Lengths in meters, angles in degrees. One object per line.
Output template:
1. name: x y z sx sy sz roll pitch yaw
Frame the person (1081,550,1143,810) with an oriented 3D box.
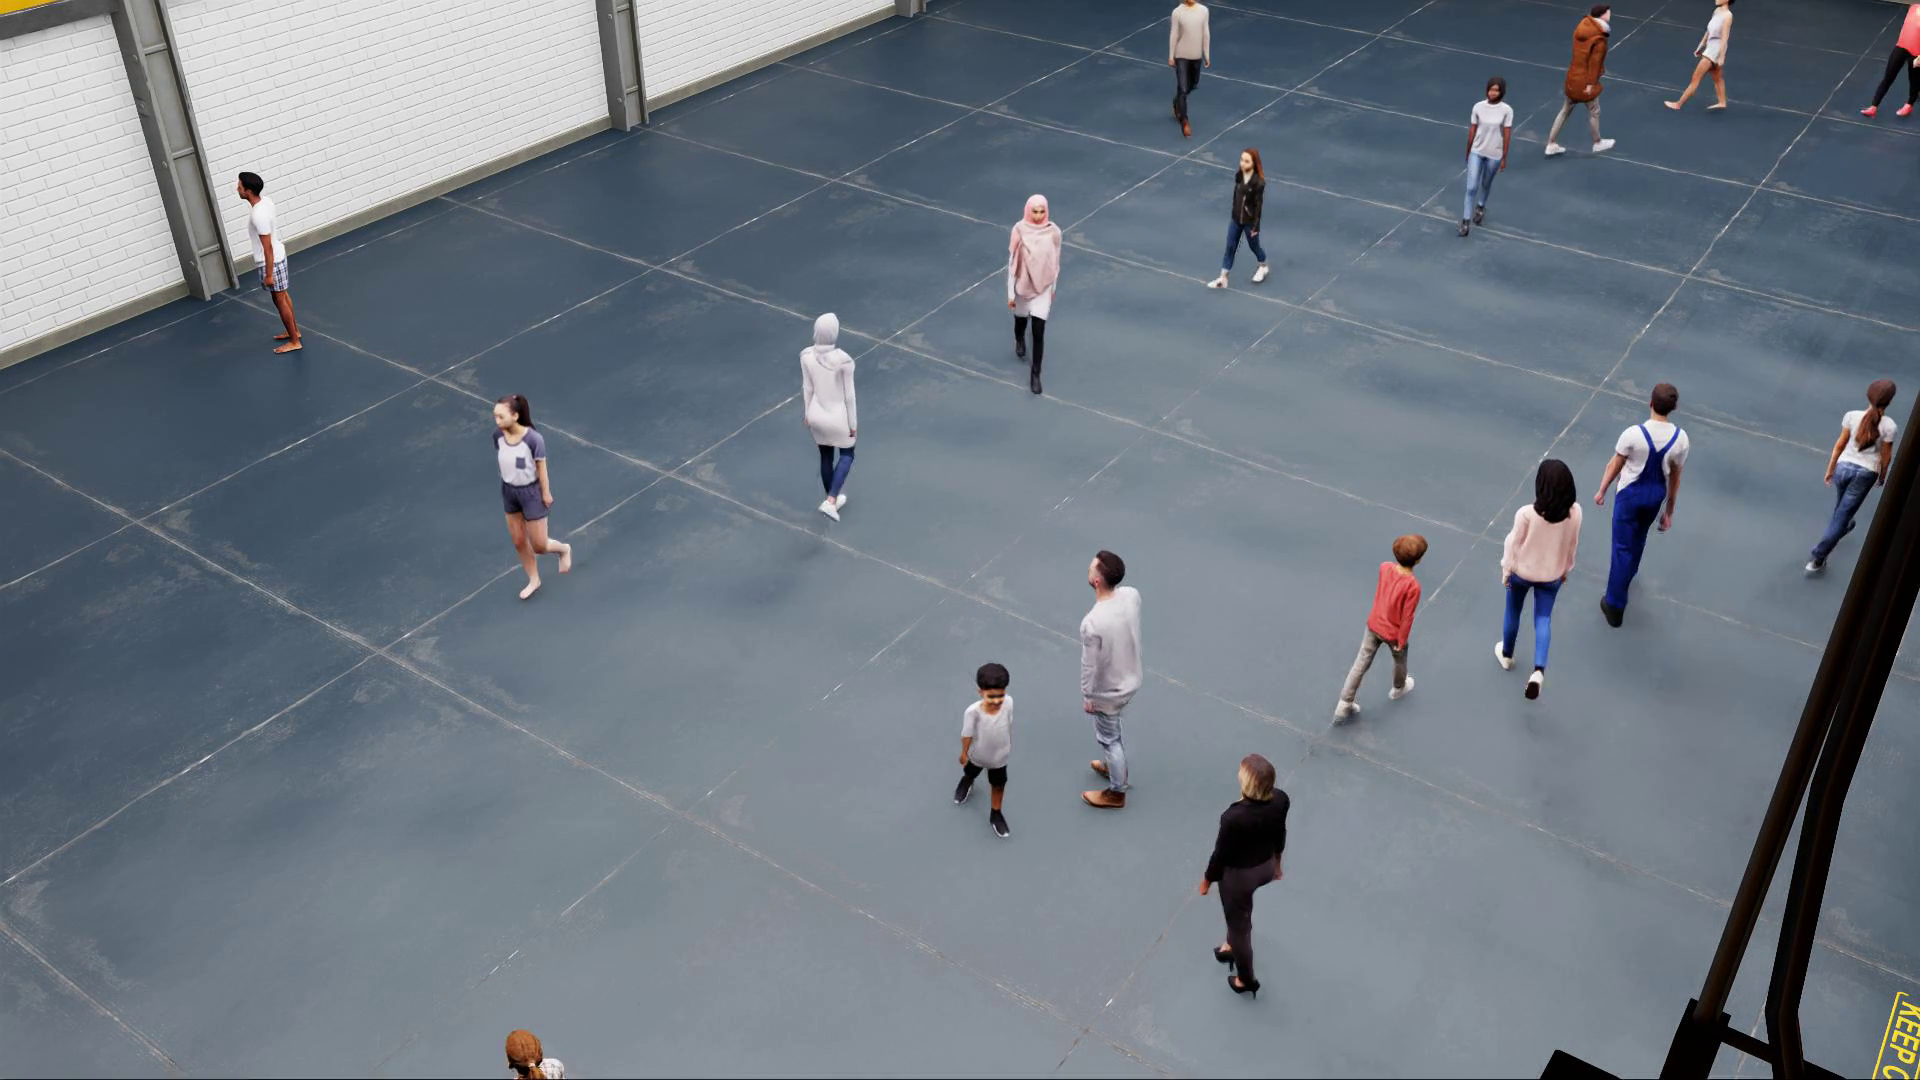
1. person: 0.966 0.877 10.209 0.777 1.824 0.608 23 40 30

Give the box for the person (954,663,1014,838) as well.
1. person: 0.155 1.219 10.231 0.796 1.229 0.821 -8 34 -12

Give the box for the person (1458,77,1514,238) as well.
1. person: 5.668 -4.132 17.878 0.766 1.676 1.183 13 36 19

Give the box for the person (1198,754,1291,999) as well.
1. person: 1.589 1.860 8.881 0.660 1.658 0.760 -23 40 -31

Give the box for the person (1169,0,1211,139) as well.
1. person: 2.797 -5.965 20.486 1.161 1.841 1.163 -8 34 -12

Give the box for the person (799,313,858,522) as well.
1. person: -1.042 -0.903 12.940 0.738 1.765 0.890 11 35 16

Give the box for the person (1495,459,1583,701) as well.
1. person: 3.891 0.281 11.171 0.954 1.752 1.125 2 34 4

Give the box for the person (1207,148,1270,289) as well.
1. person: 2.940 -3.241 16.745 1.046 1.447 0.761 -24 41 -32

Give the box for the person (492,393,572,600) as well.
1. person: -3.144 -0.343 12.216 0.665 1.634 0.779 15 36 21

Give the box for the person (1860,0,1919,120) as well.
1. person: 11.972 -6.077 20.836 1.206 1.641 0.950 -17 37 -23

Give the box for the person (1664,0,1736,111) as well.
1. person: 9.624 -6.168 21.043 1.000 1.563 1.074 2 34 4

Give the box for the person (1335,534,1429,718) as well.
1. person: 2.785 0.599 11.021 0.986 1.387 0.656 -26 41 -33

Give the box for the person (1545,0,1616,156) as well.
1. person: 7.294 -5.400 19.679 1.202 1.795 1.095 -10 35 -15

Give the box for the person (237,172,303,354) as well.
1. person: -6.440 -2.616 15.544 0.736 1.735 0.704 -9 35 -14

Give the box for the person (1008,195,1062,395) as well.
1. person: 0.623 -2.268 14.985 1.064 1.775 1.197 -2 34 -3

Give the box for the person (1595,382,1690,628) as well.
1. person: 4.839 -0.204 11.833 0.914 1.826 1.055 1 34 2

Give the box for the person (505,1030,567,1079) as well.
1. person: -1.911 2.822 7.773 0.840 1.282 0.711 -27 42 -35

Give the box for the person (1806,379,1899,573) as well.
1. person: 6.690 -0.454 12.484 1.118 1.522 0.716 -25 41 -33
